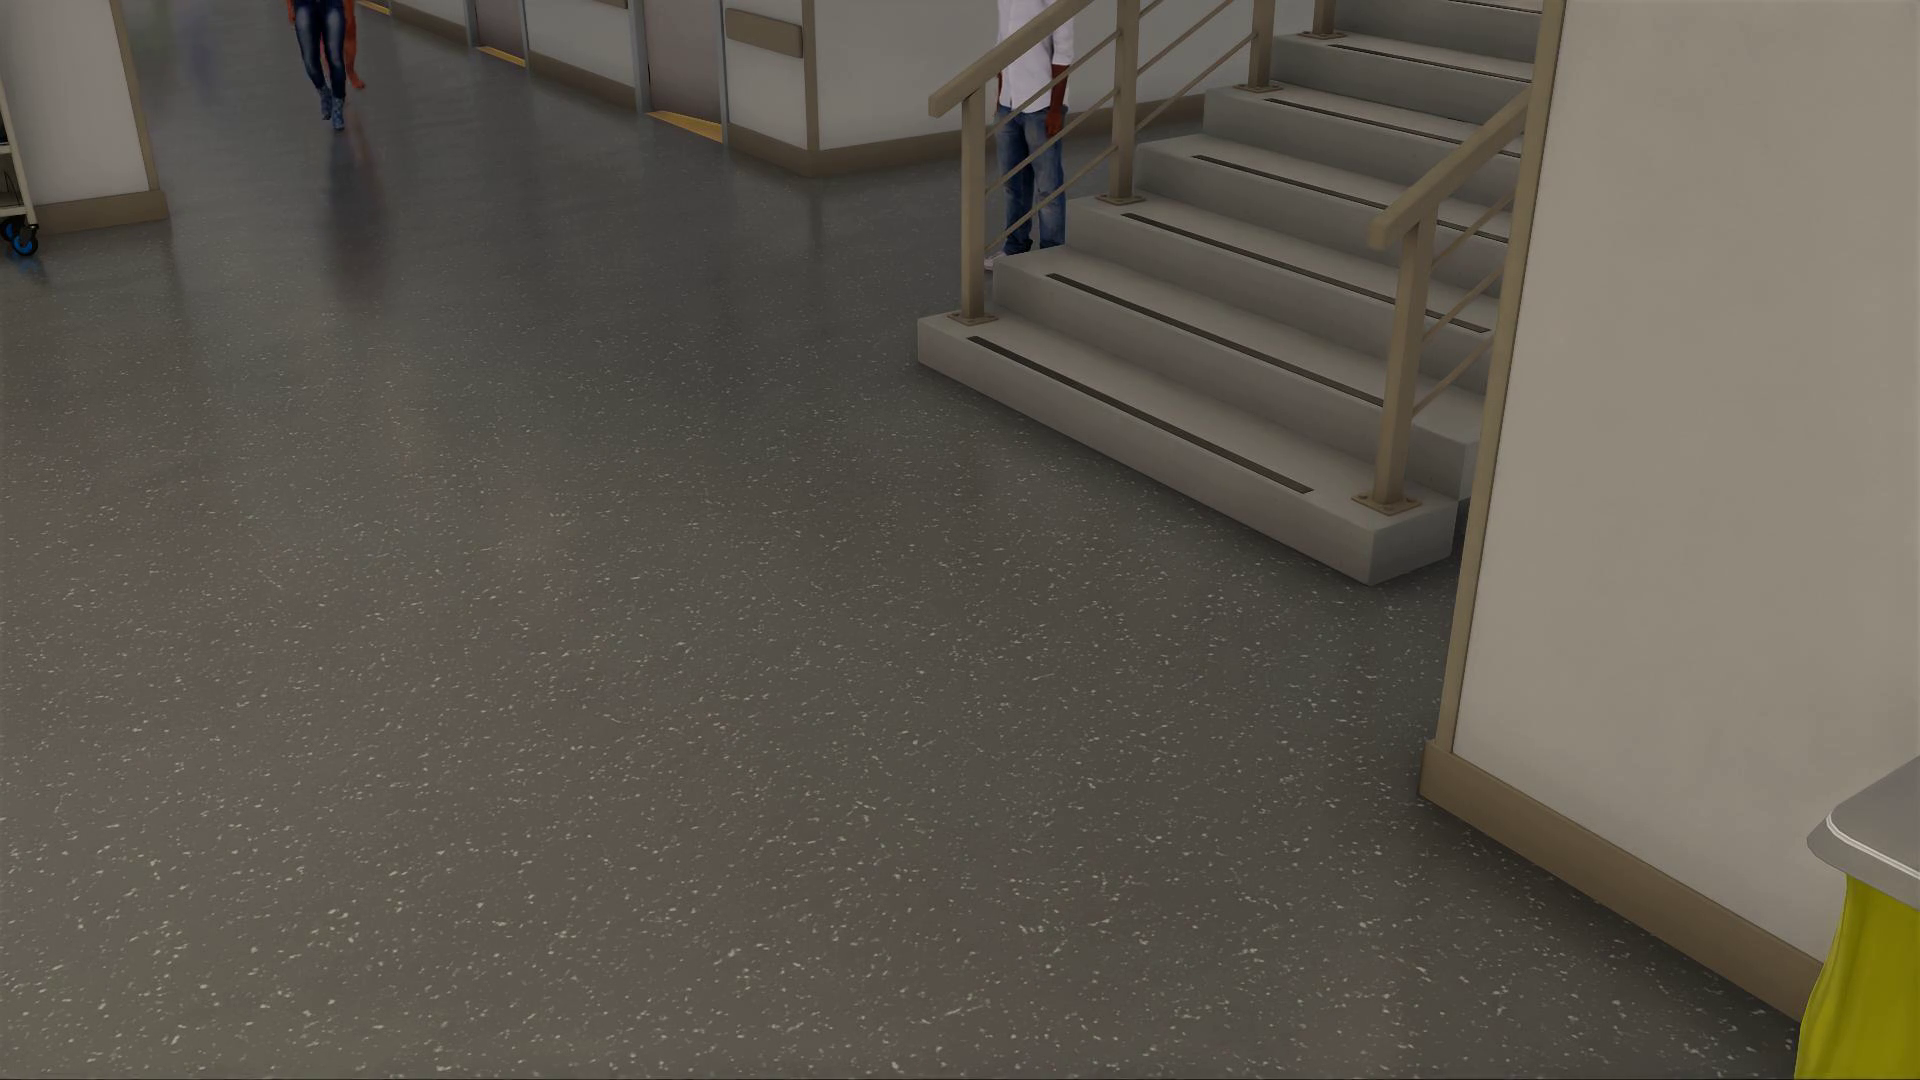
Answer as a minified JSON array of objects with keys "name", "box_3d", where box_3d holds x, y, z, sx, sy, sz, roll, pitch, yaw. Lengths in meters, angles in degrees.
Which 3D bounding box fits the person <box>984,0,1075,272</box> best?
[{"name":"person","box_3d":[0.355,-2.158,8.041,0.566,1.805,0.630,-18,31,-32]}]

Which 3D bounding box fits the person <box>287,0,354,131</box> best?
[{"name":"person","box_3d":[-4.344,-3.612,11.278,0.637,1.612,0.763,-7,27,-15]}]

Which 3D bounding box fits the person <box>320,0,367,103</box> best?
[{"name":"person","box_3d":[-4.641,-4.102,12.130,0.647,1.754,0.724,-11,28,-22]}]
